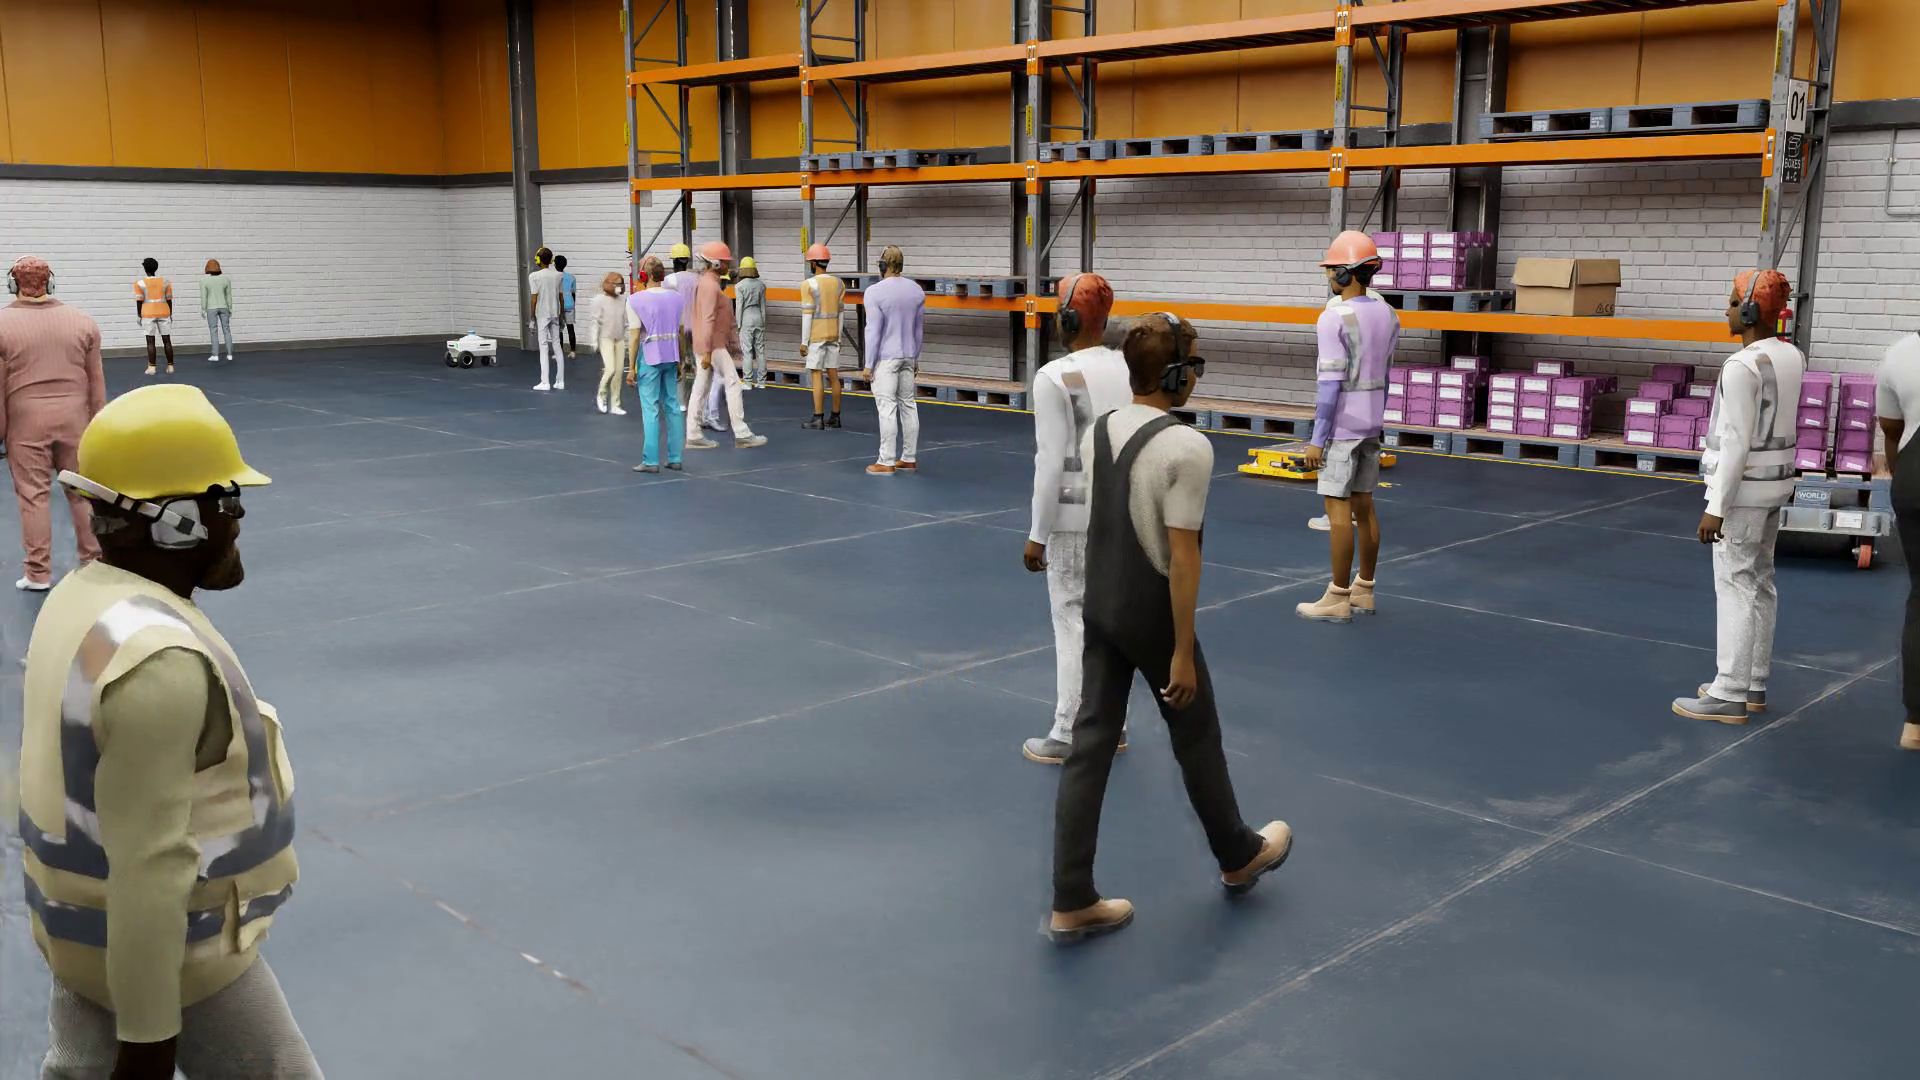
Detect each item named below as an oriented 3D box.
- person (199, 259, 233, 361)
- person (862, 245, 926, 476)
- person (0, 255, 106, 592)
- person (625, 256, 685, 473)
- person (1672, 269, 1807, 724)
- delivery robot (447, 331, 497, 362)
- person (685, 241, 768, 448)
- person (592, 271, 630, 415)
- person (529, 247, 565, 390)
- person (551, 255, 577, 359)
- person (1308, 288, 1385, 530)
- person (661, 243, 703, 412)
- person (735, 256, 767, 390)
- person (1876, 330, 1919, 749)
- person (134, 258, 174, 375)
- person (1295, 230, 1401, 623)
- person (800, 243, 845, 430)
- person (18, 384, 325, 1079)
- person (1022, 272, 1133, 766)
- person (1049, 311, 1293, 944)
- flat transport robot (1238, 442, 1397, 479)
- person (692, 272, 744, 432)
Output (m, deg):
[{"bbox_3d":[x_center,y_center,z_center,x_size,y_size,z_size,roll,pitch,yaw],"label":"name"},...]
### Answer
[{"bbox_3d":[-12.026,-3.716,26.917,0.500,1.633,0.286,-10,15,-44],"label":"person"},{"bbox_3d":[-0.572,-1.511,14.061,0.632,1.940,0.372,-10,15,-44],"label":"person"},{"bbox_3d":[-5.222,-0.658,9.499,0.643,1.909,0.410,-10,15,-44],"label":"person"},{"bbox_3d":[-2.582,-1.488,14.184,0.567,1.848,0.389,-10,15,-44],"label":"person"},{"bbox_3d":[3.262,-0.175,6.929,0.576,1.884,0.355,-10,15,-44],"label":"person"},{"bbox_3d":[-7.481,-2.967,25.523,0.707,0.478,0.477,-10,15,-44],"label":"delivery robot"},{"bbox_3d":[-2.227,-1.836,15.798,0.892,1.956,0.612,-4,11,-19],"label":"person"},{"bbox_3d":[-3.898,-2.214,18.753,0.343,1.616,0.513,9,14,40],"label":"person"},{"bbox_3d":[-5.425,-2.903,21.839,0.513,1.872,0.328,-10,15,-44],"label":"person"},{"bbox_3d":[-6.507,-3.800,27.206,0.535,1.697,0.318,-10,15,-44],"label":"person"},{"bbox_3d":[2.667,-1.054,11.417,0.612,1.995,0.376,-10,15,-44],"label":"person"},{"bbox_3d":[-3.183,-2.432,19.113,0.587,1.928,0.363,-10,15,-44],"label":"person"},{"bbox_3d":[-2.766,-2.853,21.910,0.487,1.745,0.292,-10,15,-44],"label":"person"},{"bbox_3d":[4.084,-0.195,6.605,0.842,2.000,0.755,-8,13,-36],"label":"person"},{"bbox_3d":[-11.740,-3.260,24.258,0.535,1.699,0.318,-10,15,-44],"label":"person"},{"bbox_3d":[2.023,-0.585,8.728,0.608,2.044,0.370,-10,15,-44],"label":"person"},{"bbox_3d":[-1.452,-2.119,17.376,0.545,1.941,0.351,-10,15,-44],"label":"person"},{"bbox_3d":[-1.295,0.632,2.821,0.941,1.781,0.608,-9,14,-40],"label":"person"},{"bbox_3d":[0.473,-0.070,6.356,0.576,1.883,0.352,-10,15,-44],"label":"person"},{"bbox_3d":[0.611,0.241,4.879,0.937,1.798,0.540,-8,13,-38],"label":"person"},{"bbox_3d":[3.070,-0.706,14.224,1.431,0.197,0.652,-10,14,-44],"label":"flat transport robot"},{"bbox_3d":[-2.513,-1.988,17.198,0.594,1.738,0.545,6,12,28],"label":"person"}]
